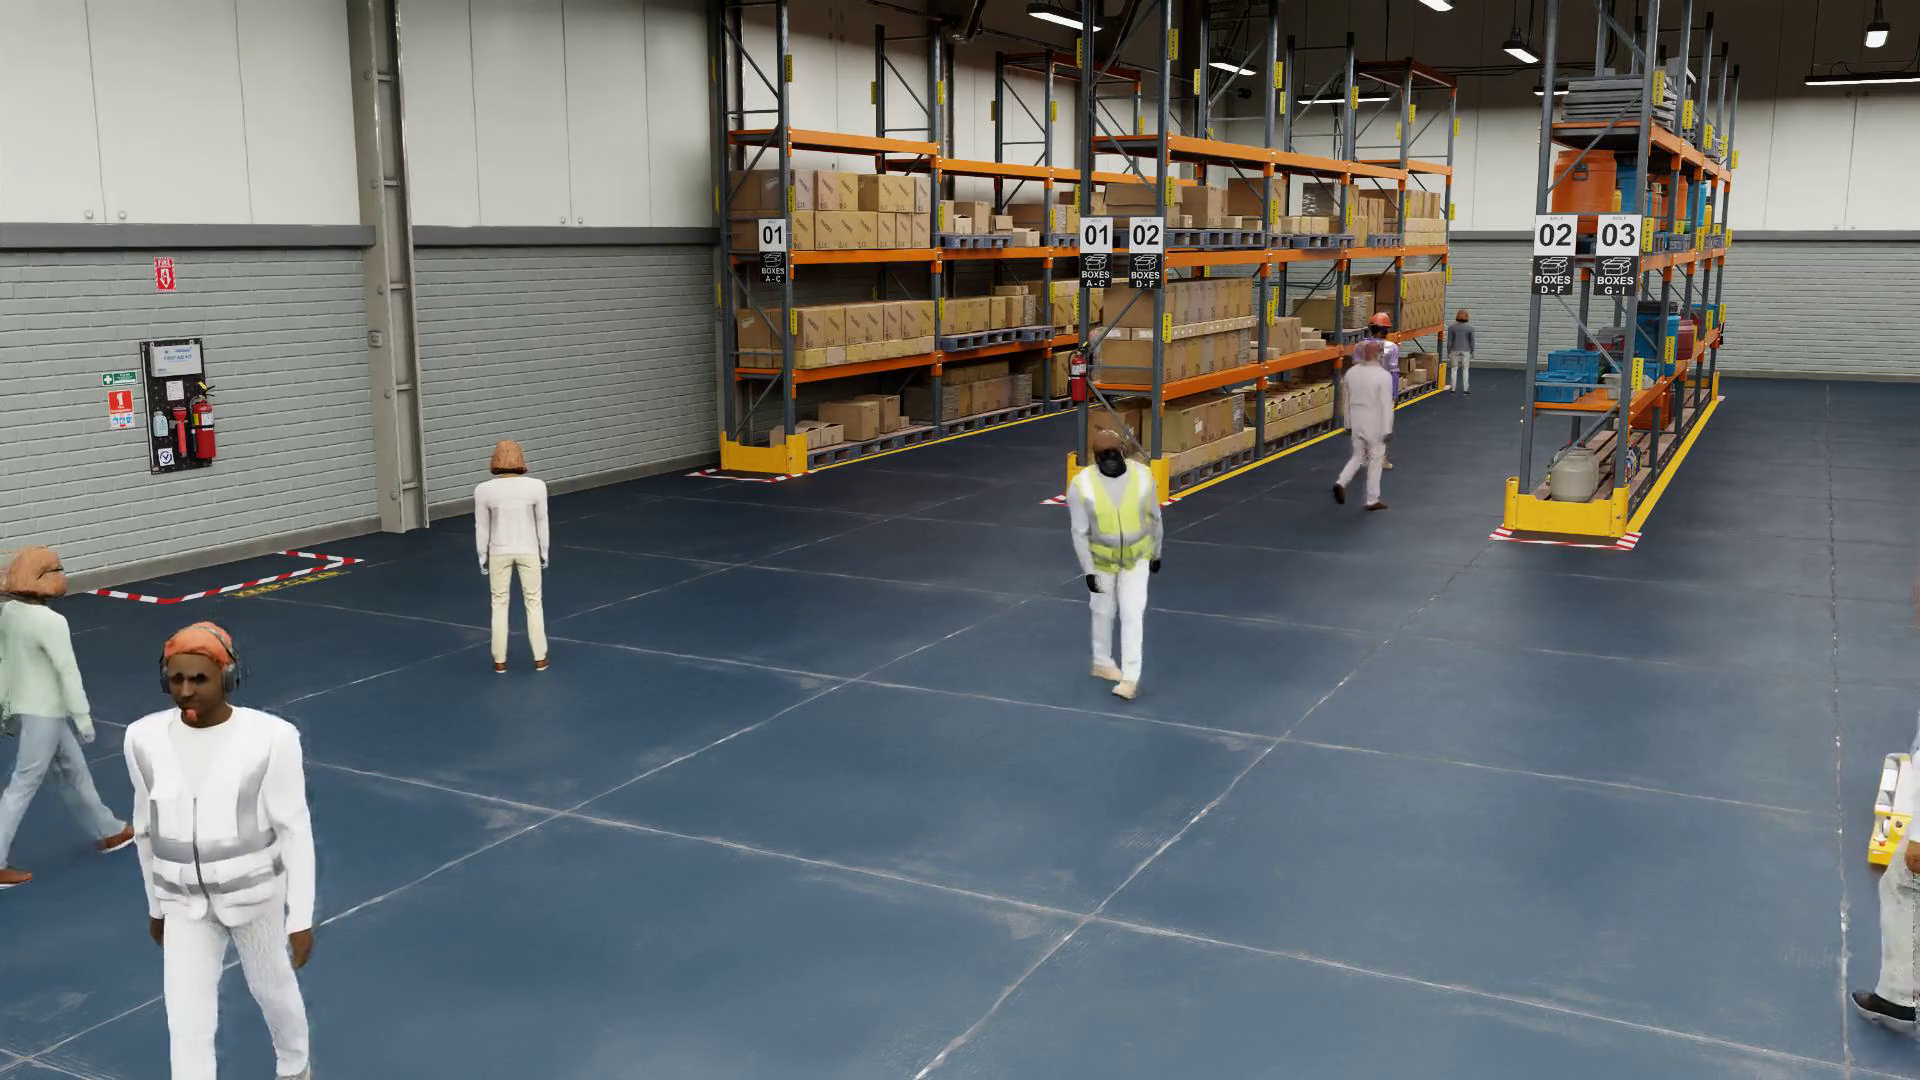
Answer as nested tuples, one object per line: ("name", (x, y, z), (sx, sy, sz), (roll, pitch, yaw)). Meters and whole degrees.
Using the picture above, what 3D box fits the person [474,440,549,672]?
("person", (-3.120, 0.115, 11.616), (0.496, 1.627, 0.300), (-3, 11, -14))

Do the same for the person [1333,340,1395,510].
("person", (4.476, -1.255, 18.350), (0.544, 1.896, 0.657), (-7, 13, -34))

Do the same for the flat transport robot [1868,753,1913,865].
("flat transport robot", (5.001, 1.380, 8.388), (0.652, 0.197, 1.431), (6, 12, 31))

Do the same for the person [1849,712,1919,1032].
("person", (3.716, 1.005, 6.226), (0.630, 1.809, 0.666), (-2, 11, -12))

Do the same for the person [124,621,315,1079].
("person", (-2.361, 1.154, 5.371), (0.592, 1.835, 1.008), (0, 10, -3))

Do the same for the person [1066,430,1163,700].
("person", (1.033, 0.144, 11.048), (0.658, 1.782, 0.811), (0, 10, -2))

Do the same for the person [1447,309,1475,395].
("person", (9.545, -3.577, 31.705), (0.507, 1.632, 0.267), (4, 11, 21))

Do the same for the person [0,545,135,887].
("person", (-4.319, 0.810, 7.893), (0.517, 1.582, 0.880), (8, 13, 38))

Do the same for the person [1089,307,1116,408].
("person", (2.284, -2.664, 25.867), (0.618, 1.950, 0.732), (8, 13, 38))

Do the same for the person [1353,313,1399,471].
("person", (5.392, -1.916, 21.532), (0.614, 2.039, 0.383), (8, 13, 36))
